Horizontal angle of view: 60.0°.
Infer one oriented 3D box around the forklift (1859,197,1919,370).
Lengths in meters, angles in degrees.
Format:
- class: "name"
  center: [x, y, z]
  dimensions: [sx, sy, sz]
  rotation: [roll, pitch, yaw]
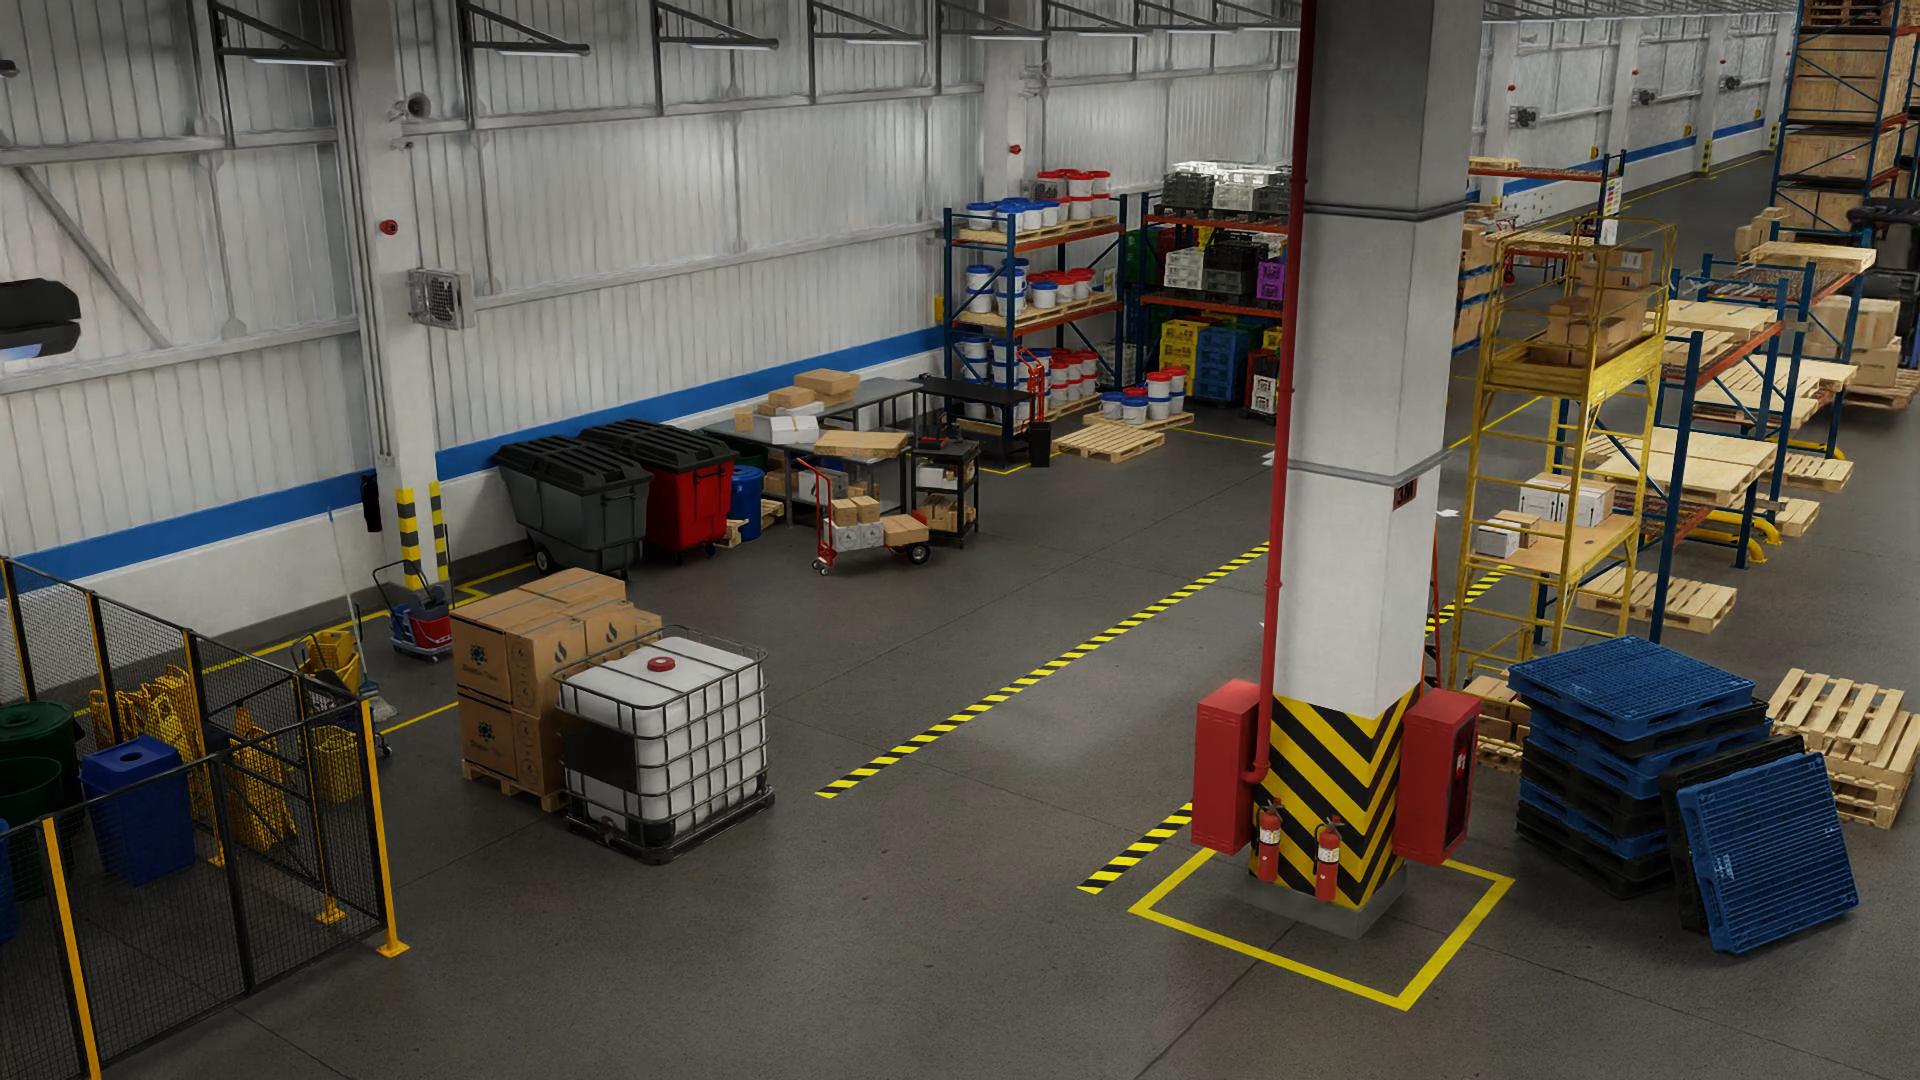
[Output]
- class: "forklift"
  center: [13.925, -3.728, 25.029]
  dimensions: [1.129, 2.768, 1.873]
  rotation: [13, 22, 34]
